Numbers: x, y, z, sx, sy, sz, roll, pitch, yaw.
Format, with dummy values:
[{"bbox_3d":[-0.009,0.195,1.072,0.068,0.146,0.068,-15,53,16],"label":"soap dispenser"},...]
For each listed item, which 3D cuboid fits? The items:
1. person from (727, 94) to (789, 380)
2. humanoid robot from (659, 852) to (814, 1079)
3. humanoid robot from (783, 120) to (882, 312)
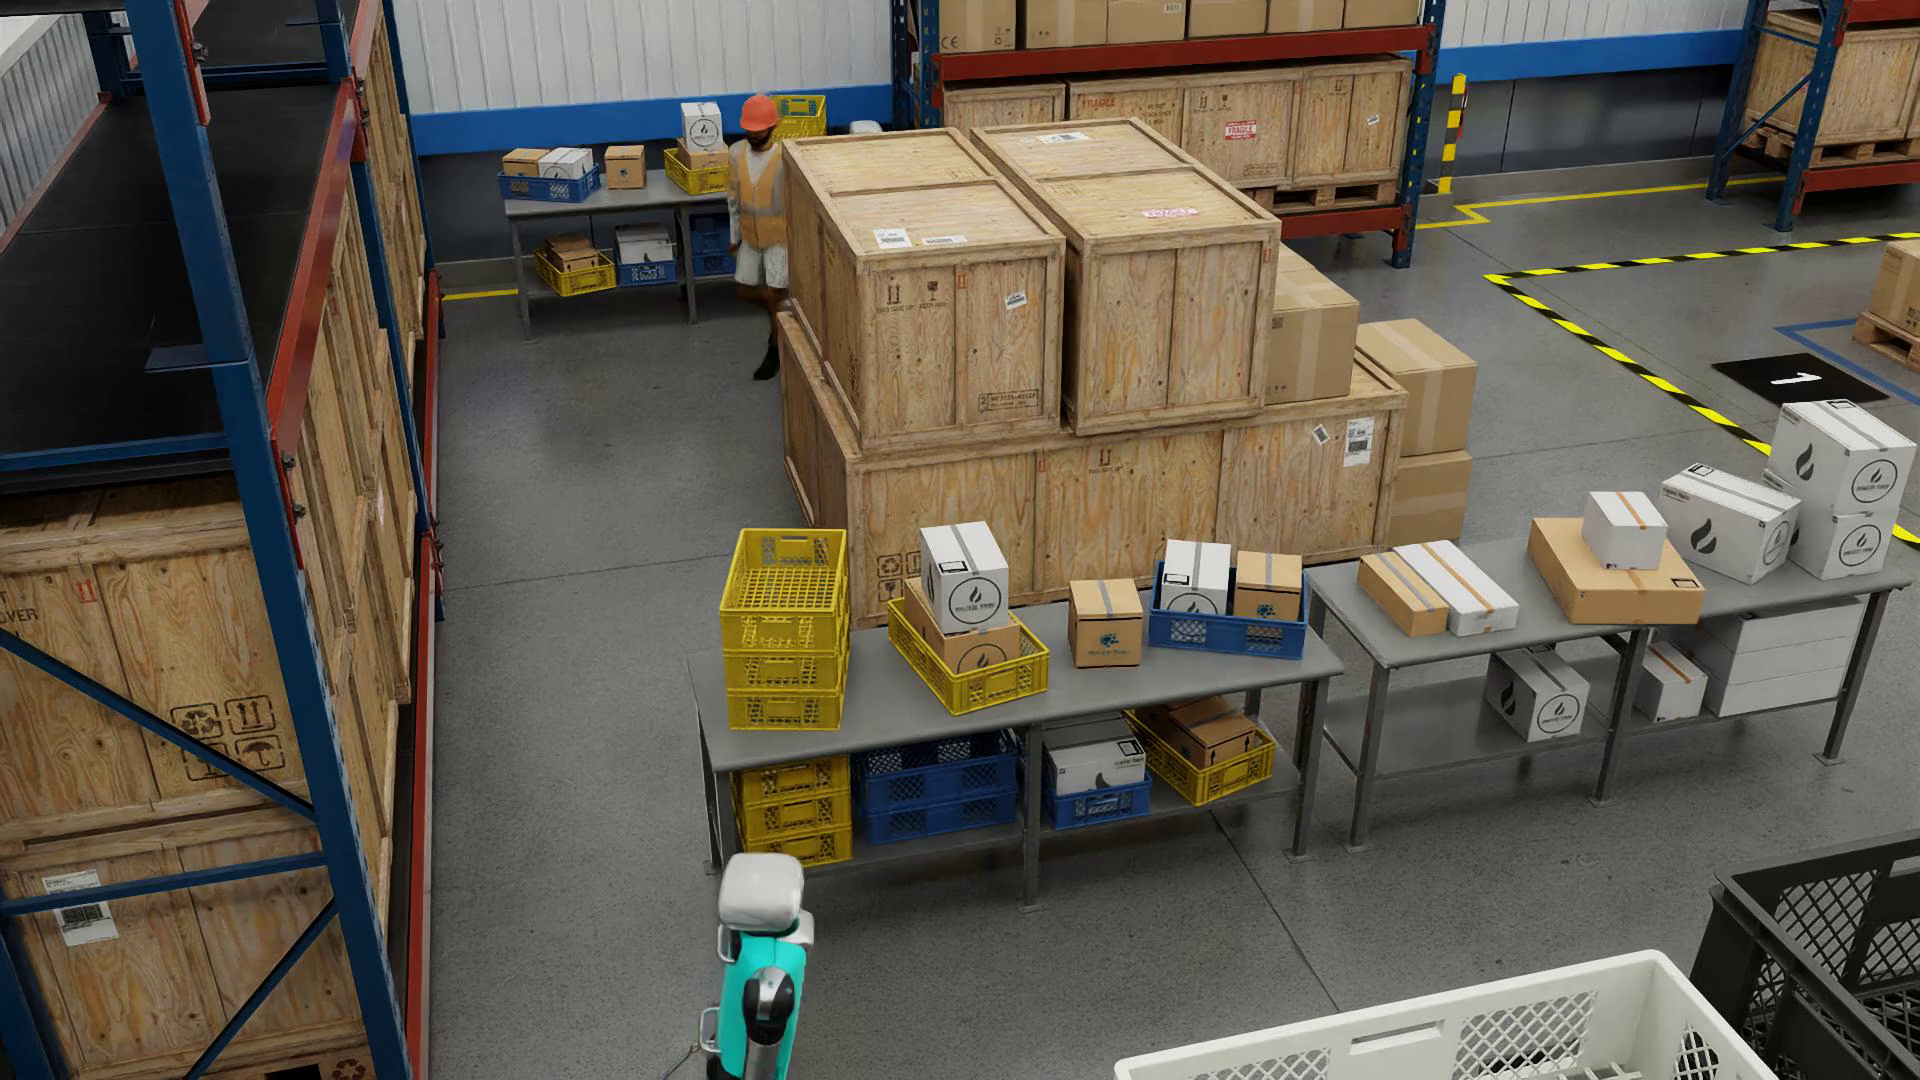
[{"bbox_3d":[-1.274,-2.044,11.112,0.571,1.920,0.541,12,31,21],"label":"person"},{"bbox_3d":[-0.794,1.669,4.650,0.826,1.842,0.537,-3,29,-5],"label":"humanoid robot"},{"bbox_3d":[-0.867,-1.880,11.010,0.956,1.734,0.545,-10,30,-17],"label":"humanoid robot"}]
